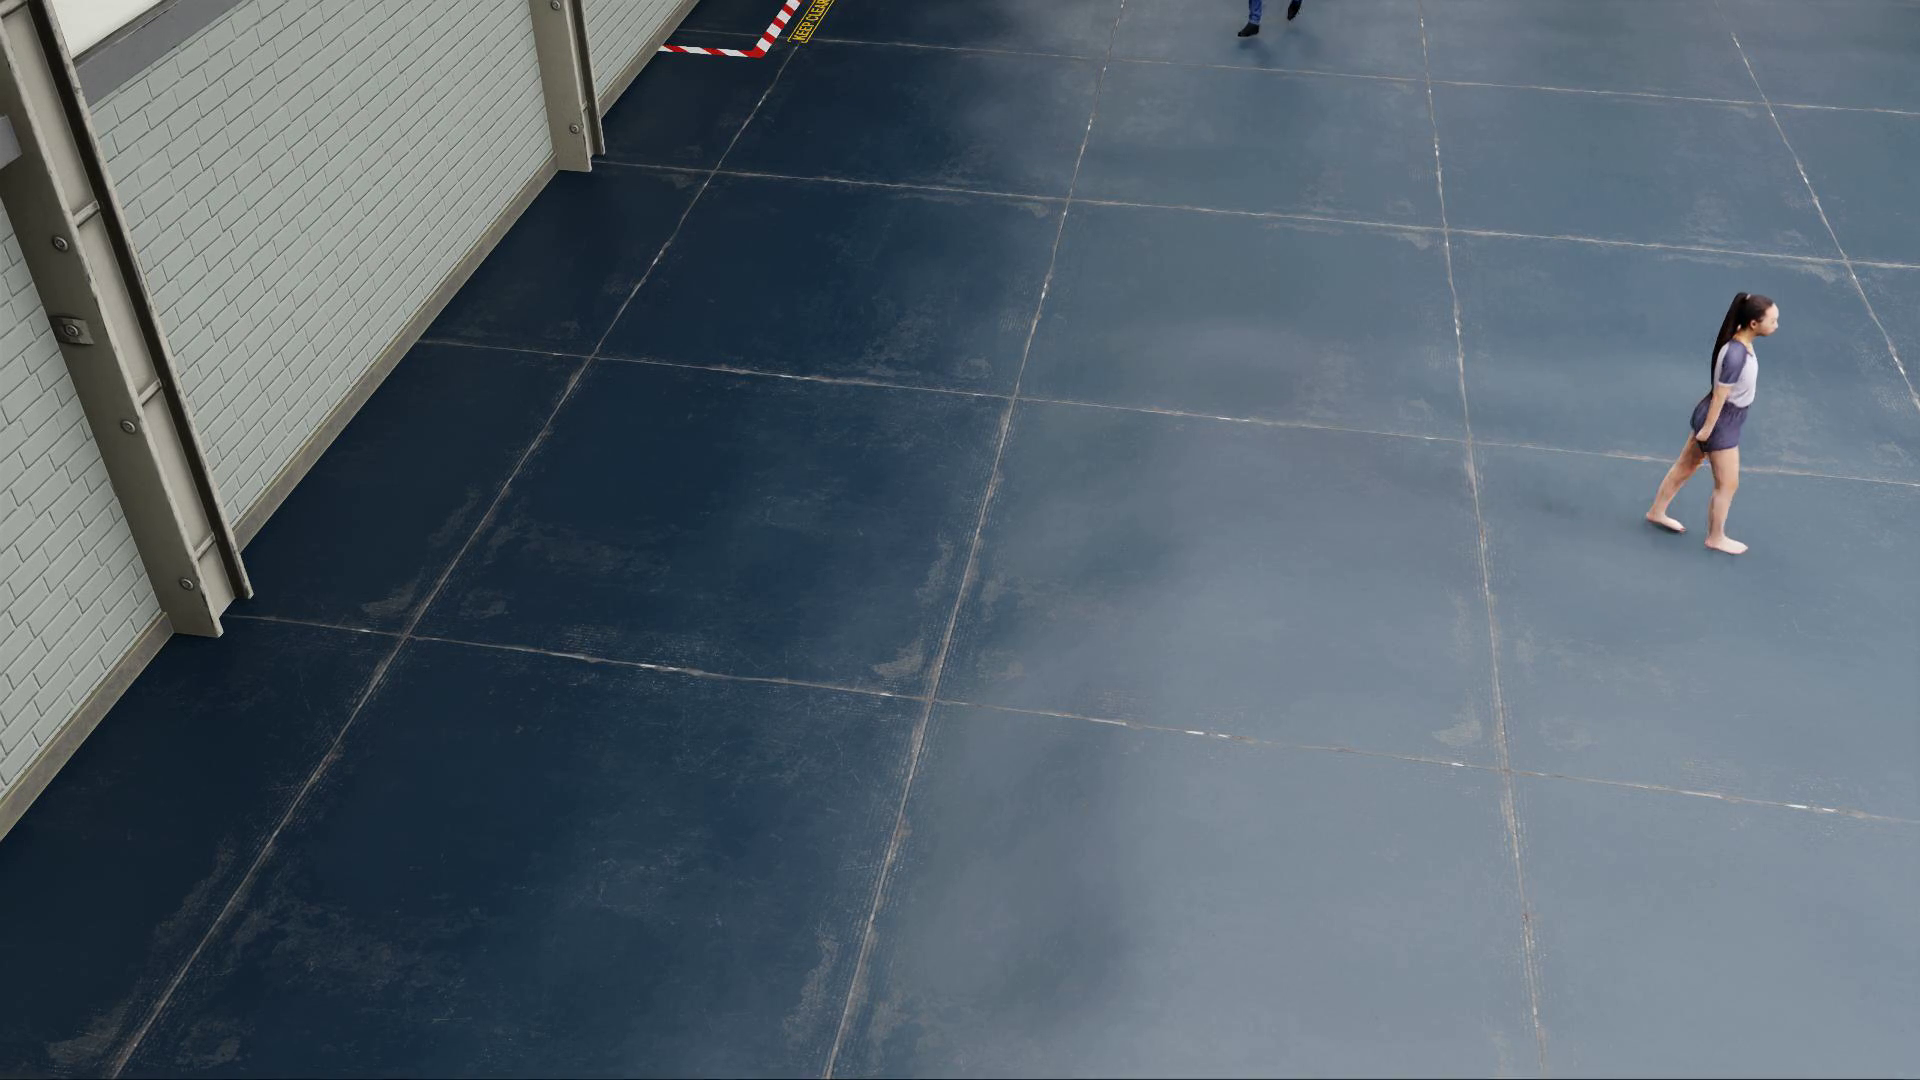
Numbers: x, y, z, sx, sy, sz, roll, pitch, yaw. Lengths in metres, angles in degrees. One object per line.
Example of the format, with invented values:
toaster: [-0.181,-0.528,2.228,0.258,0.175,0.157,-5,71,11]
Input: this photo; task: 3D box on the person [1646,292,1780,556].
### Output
person: [4.271,-0.703,9.587,0.753,1.630,0.802,14,40,17]

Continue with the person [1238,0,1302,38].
person: [3.066,-5.766,15.864,1.217,1.869,1.069,-31,48,-34]
